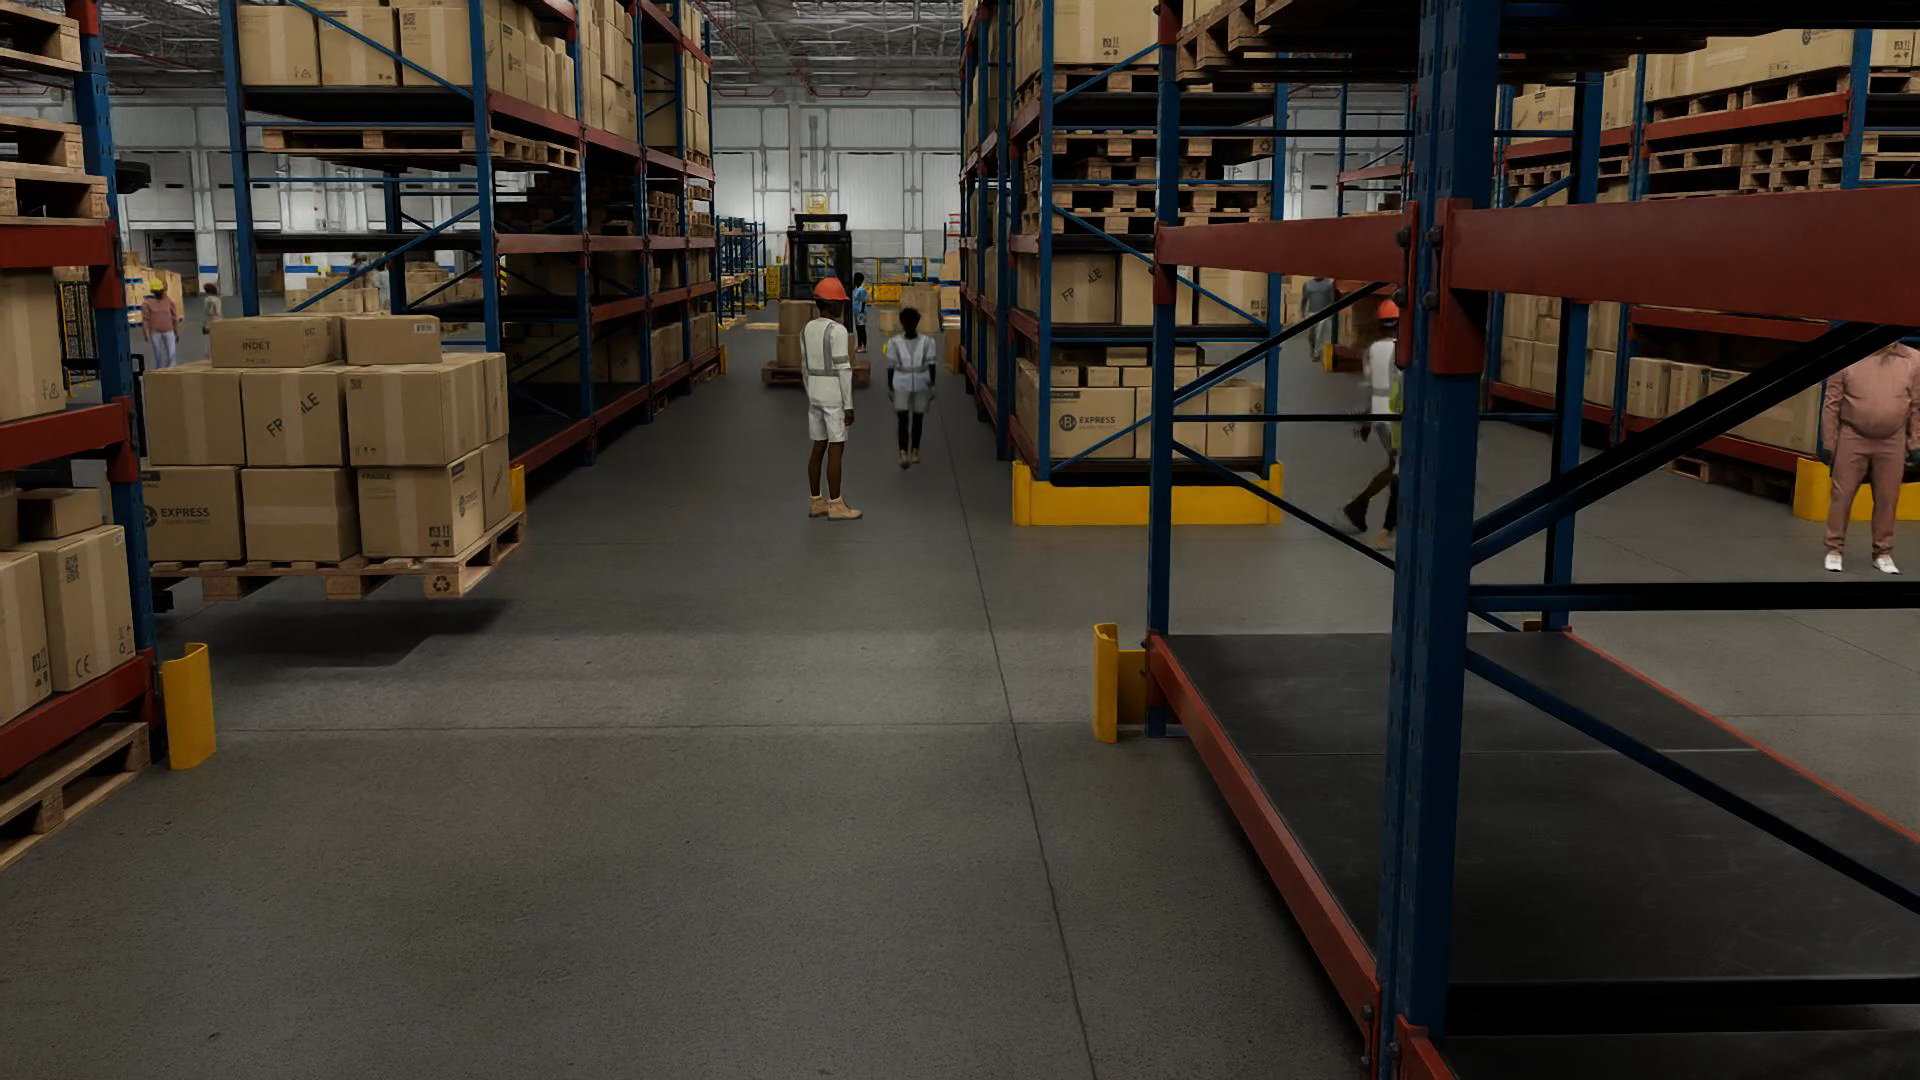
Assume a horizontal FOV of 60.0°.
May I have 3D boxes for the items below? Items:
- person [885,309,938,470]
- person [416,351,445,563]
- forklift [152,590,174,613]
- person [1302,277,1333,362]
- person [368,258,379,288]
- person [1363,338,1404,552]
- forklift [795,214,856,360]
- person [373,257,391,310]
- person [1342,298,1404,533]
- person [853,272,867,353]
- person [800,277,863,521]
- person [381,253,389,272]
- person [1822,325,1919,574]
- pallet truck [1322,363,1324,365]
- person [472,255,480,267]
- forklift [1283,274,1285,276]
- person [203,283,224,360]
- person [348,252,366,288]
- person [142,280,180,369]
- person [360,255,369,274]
[{"bbox_3d":[-0.504,-1.579,17.345,0.536,1.648,0.861,-1,10,-6],"label":"person"},{"bbox_3d":[-3.610,-0.527,11.644,0.829,1.590,0.507,1,10,5],"label":"person"},{"bbox_3d":[-5.858,-0.811,9.639,1.873,2.768,1.129,-1,10,-3],"label":"forklift"},{"bbox_3d":[7.022,-4.460,32.652,0.630,1.925,0.526,4,11,22],"label":"person"},{"bbox_3d":[-16.368,-6.965,46.699,0.996,1.884,0.547,5,11,24],"label":"person"},{"bbox_3d":[3.461,-0.742,12.697,0.868,1.647,0.537,-3,11,-15],"label":"person"},{"bbox_3d":[-2.445,-4.390,29.575,1.129,2.768,1.873,0,10,-2],"label":"forklift"},{"bbox_3d":[-14.326,-6.023,41.251,0.398,1.971,0.625,4,11,21],"label":"person"},{"bbox_3d":[3.466,-1.000,13.451,0.872,1.893,0.552,-4,11,-23],"label":"person"},{"bbox_3d":[-2.132,-4.803,35.178,0.319,1.696,0.532,-4,11,-23],"label":"person"},{"bbox_3d":[-1.089,-1.181,14.035,0.378,2.044,0.607,-9,13,-40],"label":"person"},{"bbox_3d":[-21.546,-9.785,62.329,0.408,1.918,0.584,1,10,5],"label":"person"},{"bbox_3d":[6.450,-0.698,11.763,0.641,1.898,0.396,3,11,16],"label":"person"},{"bbox_3d":[7.712,-4.157,30.737,1.885,1.965,0.823,3,11,16],"label":"pallet truck"},{"bbox_3d":[-19.914,-10.879,68.690,0.963,1.830,0.544,-1,10,-8],"label":"person"},{"bbox_3d":[12.433,-10.159,61.717,1.129,2.768,1.873,-5,11,-27],"label":"forklift"},{"bbox_3d":[-13.606,-3.904,30.431,0.837,1.603,0.526,0,10,1],"label":"person"},{"bbox_3d":[-19.494,-8.325,53.835,0.695,2.000,0.640,8,13,38],"label":"person"},{"bbox_3d":[-12.984,-3.353,27.056,0.544,1.714,0.888,-6,12,-31],"label":"person"},{"bbox_3d":[-24.586,-10.808,68.329,0.706,1.810,0.667,-3,11,-17],"label":"person"}]
